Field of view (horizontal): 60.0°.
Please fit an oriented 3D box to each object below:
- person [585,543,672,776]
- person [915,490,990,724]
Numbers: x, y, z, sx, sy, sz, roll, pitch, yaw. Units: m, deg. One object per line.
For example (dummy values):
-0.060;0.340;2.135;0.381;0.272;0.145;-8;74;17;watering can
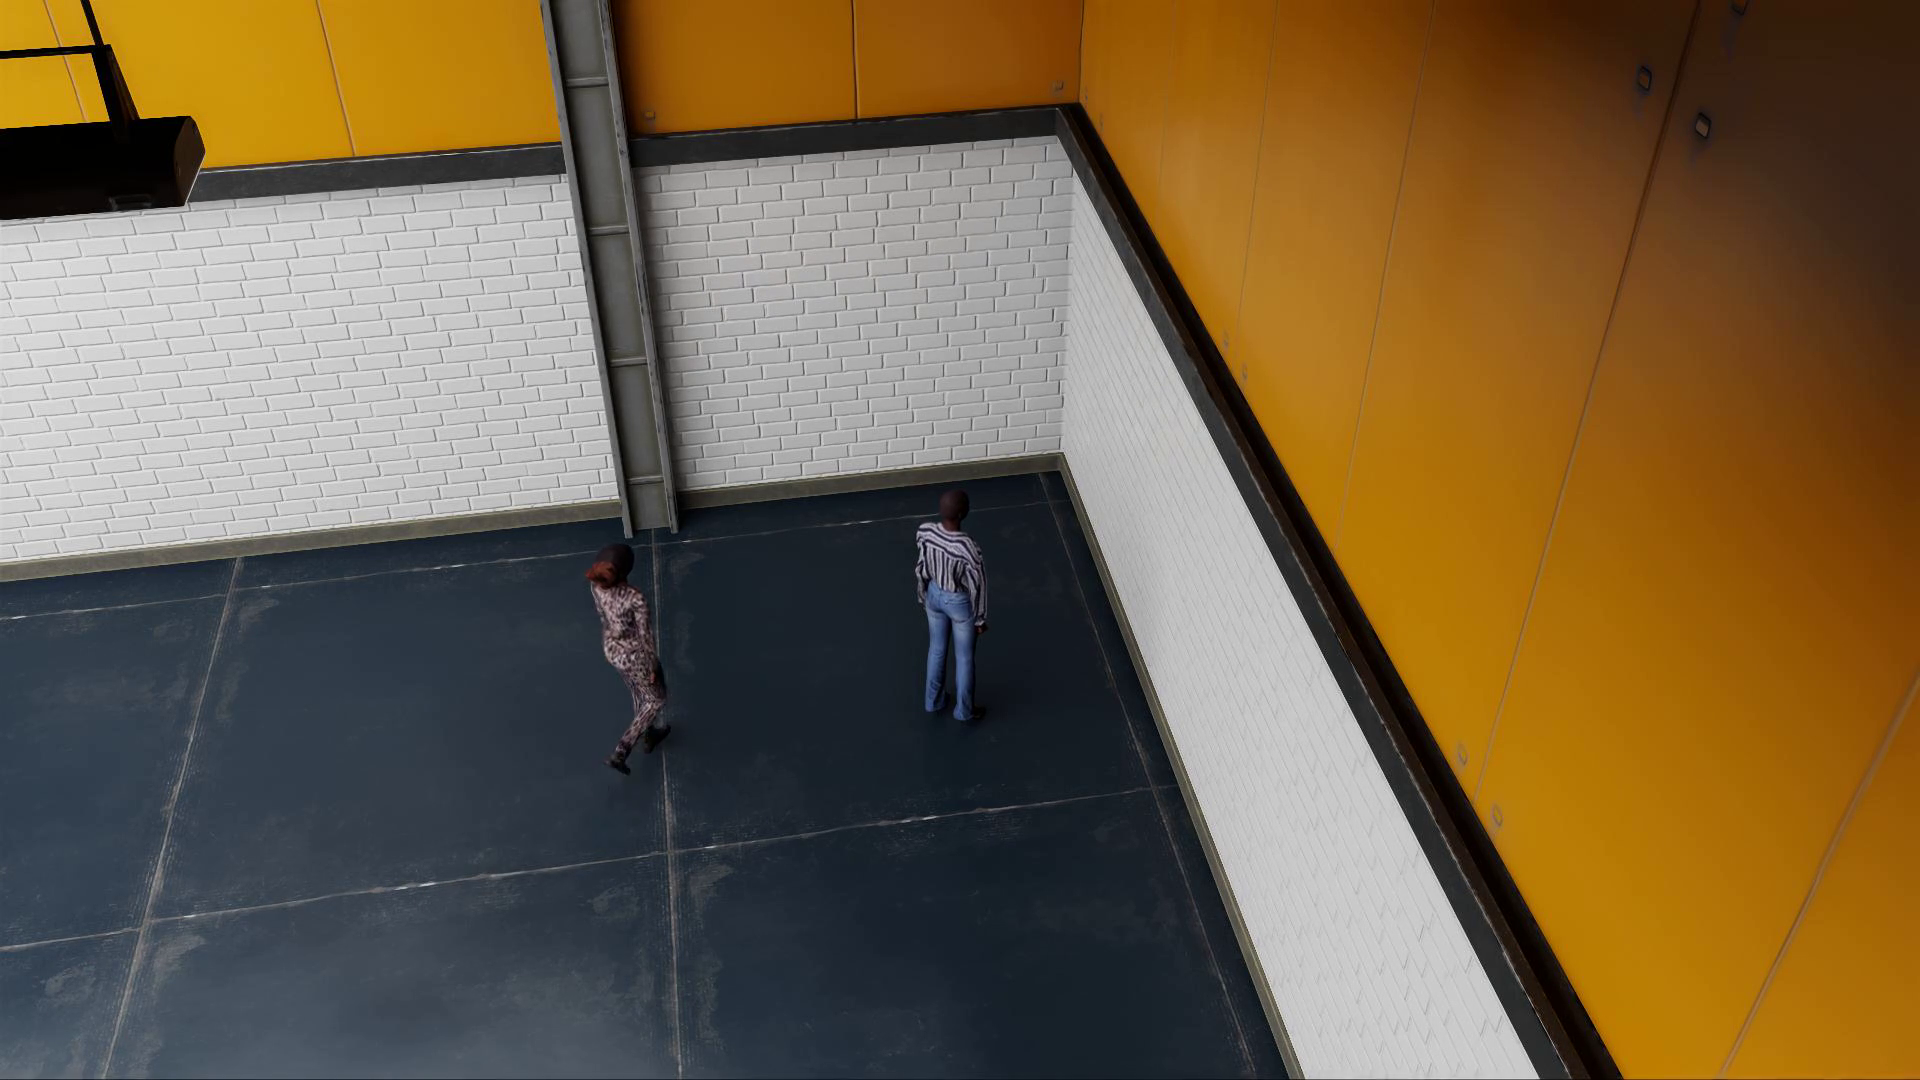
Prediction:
-2.032;0.748;10.043;0.903;1.701;0.943;21;43;24;person
-0.048;0.425;10.373;0.702;1.794;0.769;22;44;25;person
